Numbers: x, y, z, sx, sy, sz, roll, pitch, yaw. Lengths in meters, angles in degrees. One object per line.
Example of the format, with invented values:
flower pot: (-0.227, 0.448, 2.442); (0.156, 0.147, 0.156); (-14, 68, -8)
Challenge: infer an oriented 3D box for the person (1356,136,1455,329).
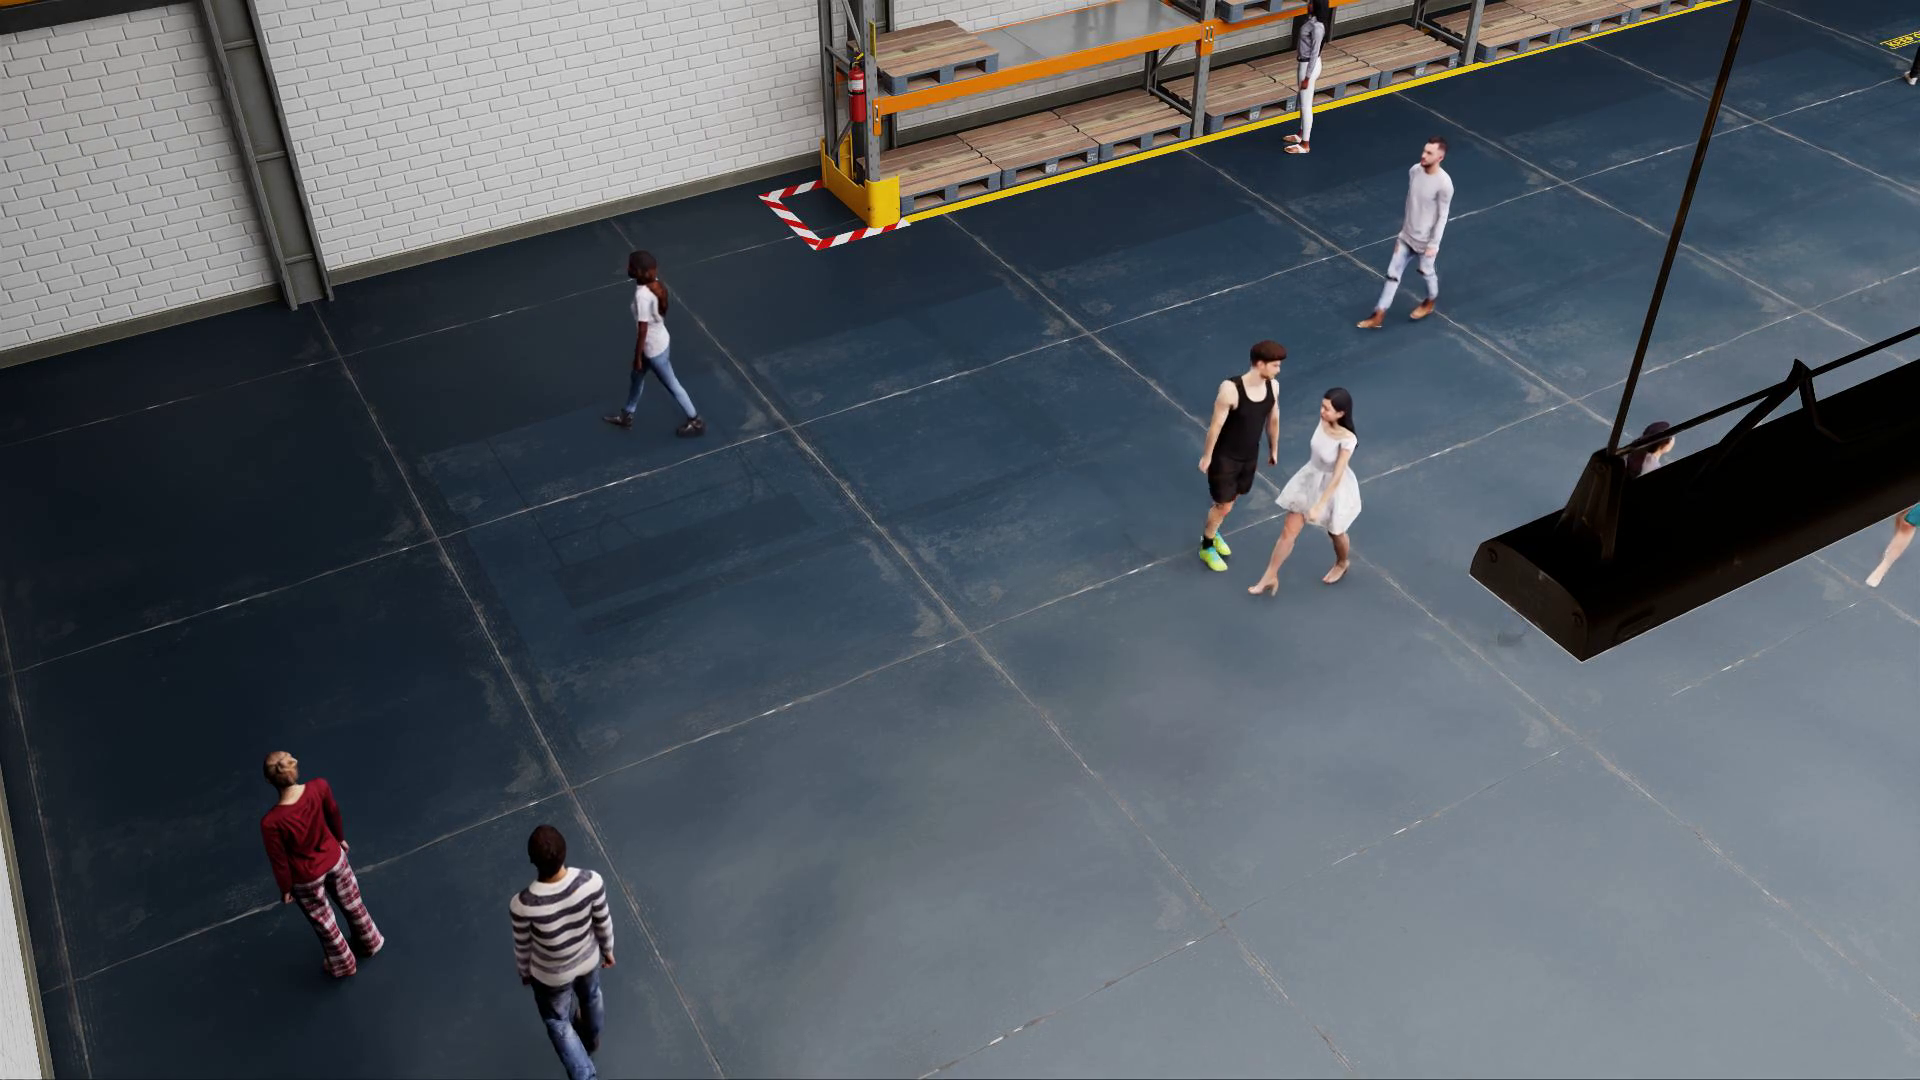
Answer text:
person: (4.137, -2.705, 14.719); (1.106, 1.790, 0.702); (-21, 43, -24)

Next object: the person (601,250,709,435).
person: (-2.372, -1.524, 13.332); (1.183, 1.676, 0.935); (-3, 39, -3)

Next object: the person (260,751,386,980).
person: (-3.564, 1.779, 9.177); (0.752, 1.700, 0.611); (22, 43, 25)

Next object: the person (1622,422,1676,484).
person: (4.522, -0.063, 11.521); (0.679, 1.653, 0.692); (-8, 39, -10)

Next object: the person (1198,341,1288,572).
person: (1.947, -0.656, 12.098); (0.599, 1.860, 0.788); (-12, 40, -15)

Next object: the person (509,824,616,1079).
person: (-1.986, 2.220, 8.519); (0.976, 1.832, 0.709); (-20, 43, -23)

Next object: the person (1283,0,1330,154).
person: (3.681, -4.958, 17.594); (0.702, 1.725, 0.677); (4, 39, 5)

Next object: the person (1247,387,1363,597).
person: (2.649, -0.314, 11.770); (1.081, 1.735, 0.699); (-15, 41, -17)
